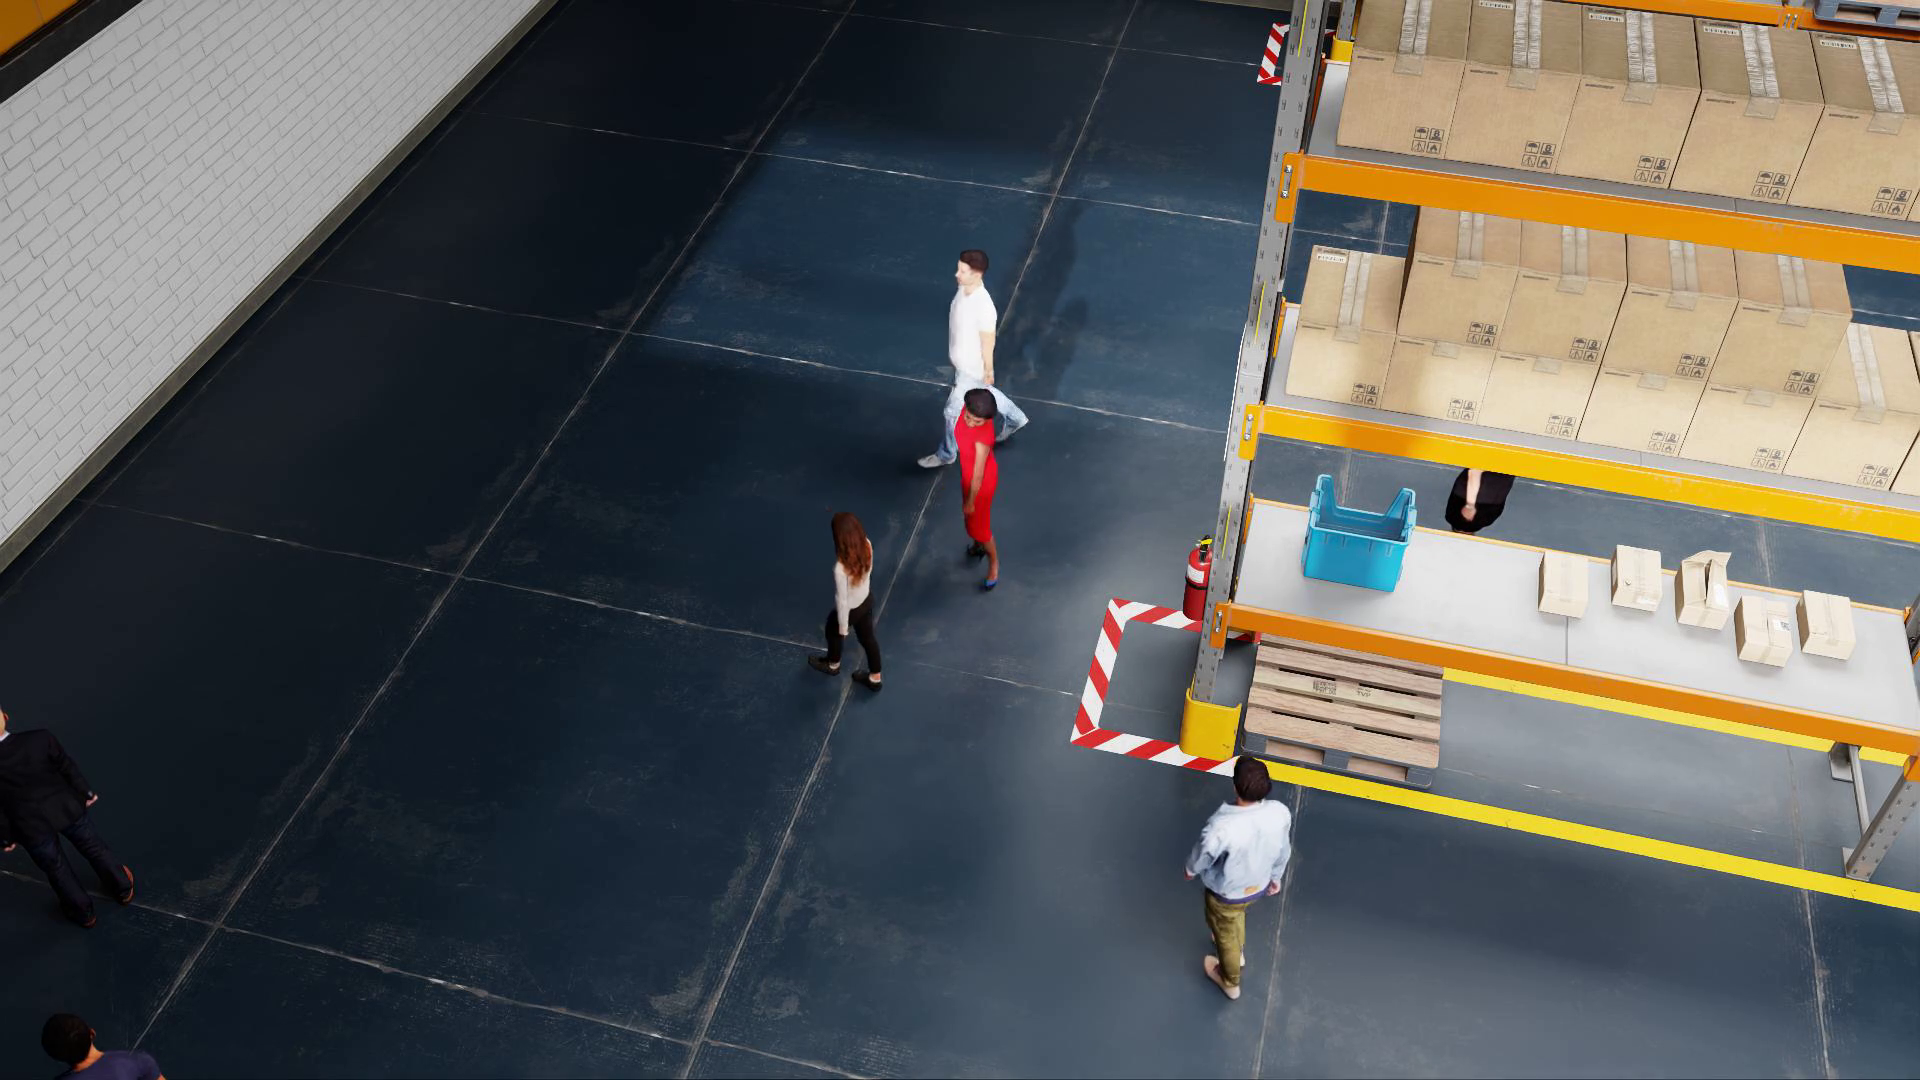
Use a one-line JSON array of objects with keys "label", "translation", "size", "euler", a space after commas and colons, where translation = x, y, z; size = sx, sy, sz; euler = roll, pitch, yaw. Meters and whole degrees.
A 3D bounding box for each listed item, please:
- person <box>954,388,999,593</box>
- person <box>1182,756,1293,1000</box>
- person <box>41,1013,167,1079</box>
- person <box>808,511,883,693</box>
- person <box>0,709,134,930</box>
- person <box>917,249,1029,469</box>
[{"label": "person", "translation": [0.129, -0.447, 11.313], "size": [0.690, 1.722, 0.726], "euler": [1, 44, 1]}, {"label": "person", "translation": [1.506, 1.880, 8.820], "size": [0.814, 1.791, 0.877], "euler": [-20, 47, -19]}, {"label": "person", "translation": [-3.860, 2.836, 7.828], "size": [0.897, 1.775, 0.957], "euler": [-21, 47, -21]}, {"label": "person", "translation": [-0.615, 0.438, 10.571], "size": [0.843, 1.465, 0.700], "euler": [23, 48, 23]}, {"label": "person", "translation": [-5.062, 1.514, 9.198], "size": [0.775, 1.800, 0.780], "euler": [-32, 52, -29]}, {"label": "person", "translation": [0.153, -1.335, 12.165], "size": [1.259, 1.833, 1.076], "euler": [-12, 45, -12]}]
